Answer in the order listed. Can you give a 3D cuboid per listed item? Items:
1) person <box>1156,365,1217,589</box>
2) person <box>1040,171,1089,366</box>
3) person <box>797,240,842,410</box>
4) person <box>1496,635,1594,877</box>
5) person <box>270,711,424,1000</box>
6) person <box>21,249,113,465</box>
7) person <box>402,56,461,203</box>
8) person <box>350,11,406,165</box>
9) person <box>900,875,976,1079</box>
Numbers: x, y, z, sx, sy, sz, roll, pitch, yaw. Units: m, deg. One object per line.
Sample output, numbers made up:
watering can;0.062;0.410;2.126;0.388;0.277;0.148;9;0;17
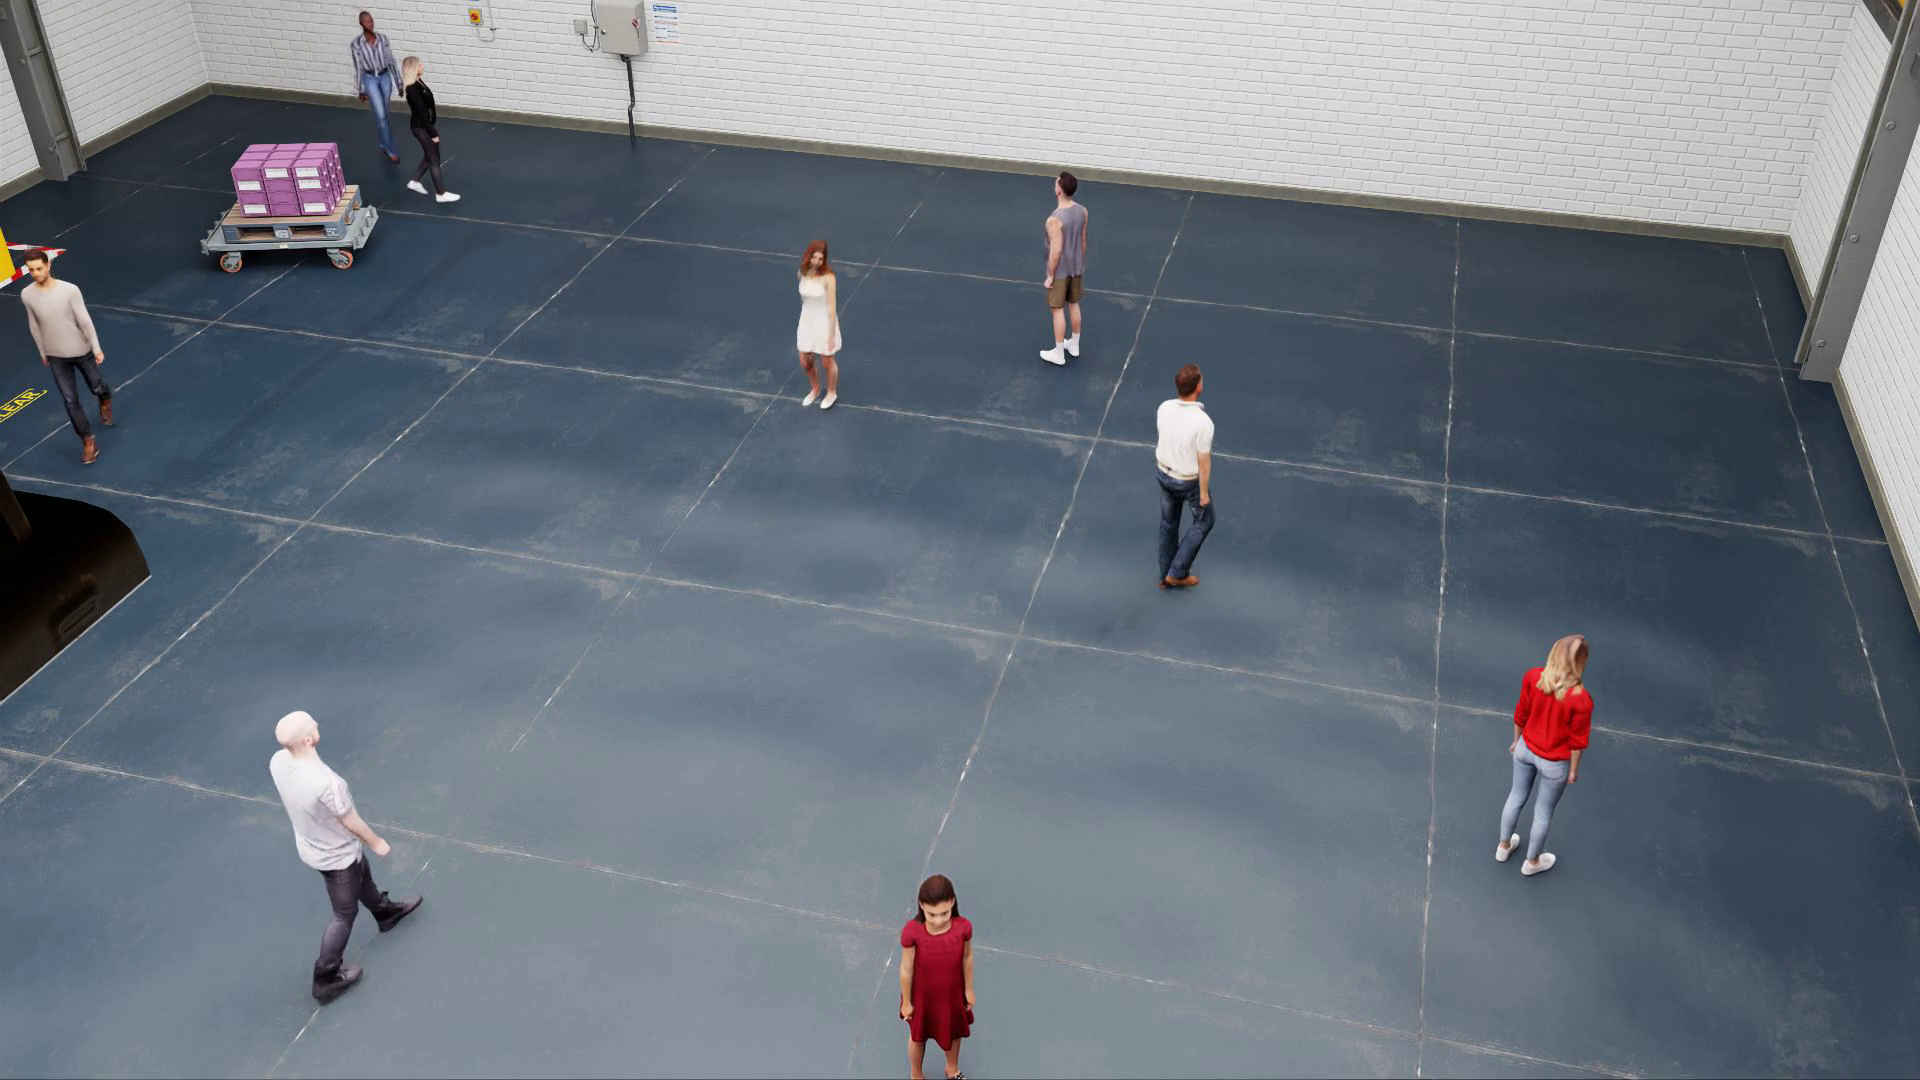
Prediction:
person;1.571;-0.409;12.263;0.830;1.845;0.807;-25;41;-33
person;0.968;-2.521;15.391;0.674;1.845;0.793;-27;42;-35
person;-1.225;-1.907;14.676;0.633;1.668;0.697;23;40;31
person;3.459;1.273;9.860;0.704;1.704;0.689;-25;41;-33
person;-3.478;1.735;9.077;0.968;1.800;1.180;26;41;33
person;-7.524;-1.624;14.093;1.018;1.843;1.216;-9;35;-13
person;-6.095;-4.588;18.707;0.907;1.672;0.873;-9;35;-14
person;-7.006;-5.438;19.895;0.974;1.771;0.985;-27;42;-35
person;-0.113;2.282;8.479;0.660;1.553;0.720;-7;34;-11
